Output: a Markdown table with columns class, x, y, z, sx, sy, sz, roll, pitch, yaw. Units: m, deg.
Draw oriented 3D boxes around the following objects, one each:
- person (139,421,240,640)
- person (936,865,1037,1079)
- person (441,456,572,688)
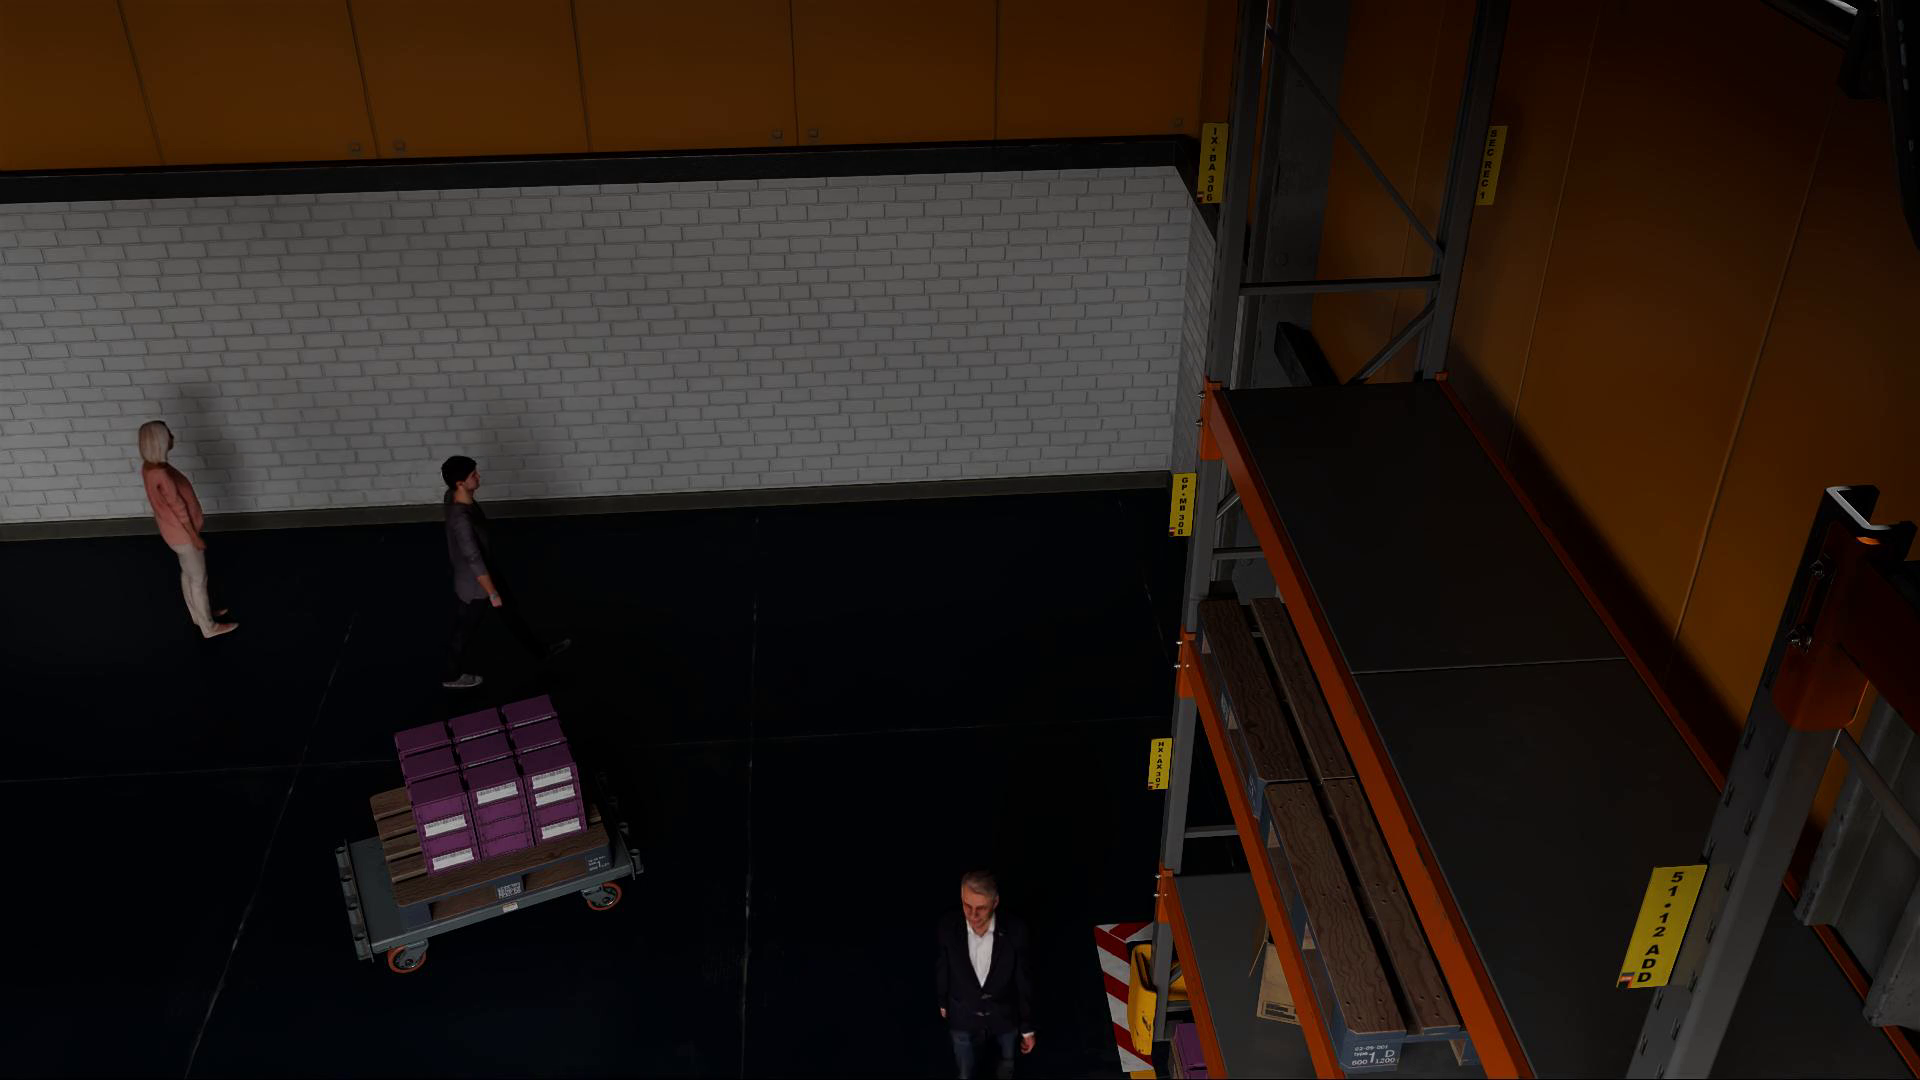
| class | x | y | z | sx | sy | sz | roll | pitch | yaw |
| --- | --- | --- | --- | --- | --- | --- | --- | --- | --- |
| person | -5.604 | -0.078 | 11.915 | 0.742 | 1.725 | 0.638 | -23 | 40 | -30 |
| person | 0.157 | 2.268 | 8.326 | 0.799 | 1.790 | 1.194 | 2 | 34 | 4 |
| person | -3.390 | 0.274 | 11.316 | 0.911 | 1.802 | 1.145 | -9 | 35 | -14 |
